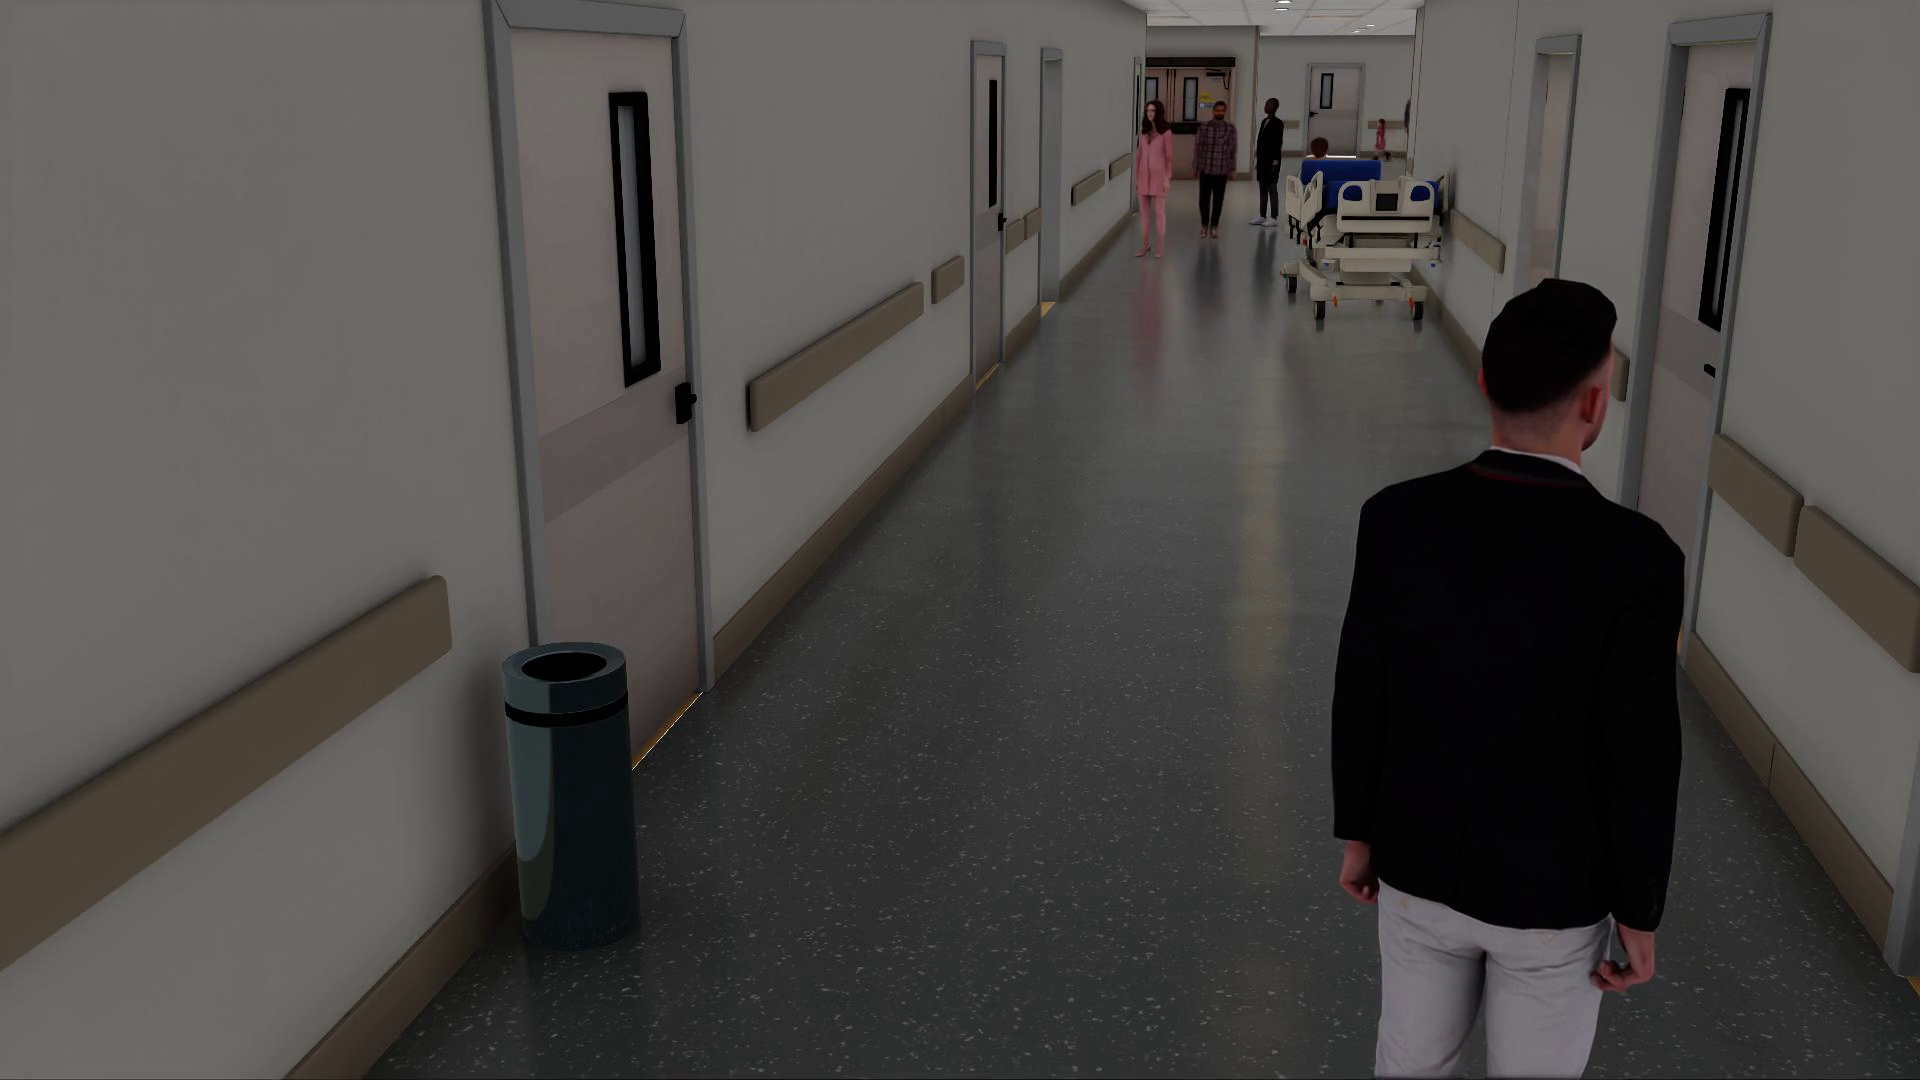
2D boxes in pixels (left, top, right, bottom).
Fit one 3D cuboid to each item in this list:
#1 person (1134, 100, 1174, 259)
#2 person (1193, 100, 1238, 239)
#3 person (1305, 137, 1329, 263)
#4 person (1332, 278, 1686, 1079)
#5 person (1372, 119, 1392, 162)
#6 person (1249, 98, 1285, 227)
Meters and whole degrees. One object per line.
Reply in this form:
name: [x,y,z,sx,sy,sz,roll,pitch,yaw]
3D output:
person: [2.264,-4.205,19.394,0.613,1.801,0.751,11,19,35]
person: [3.317,-4.831,21.709,0.629,1.749,0.795,1,16,5]
person: [3.880,-3.633,18.096,0.890,1.405,0.729,7,17,24]
person: [0.804,0.524,2.544,0.667,1.843,0.797,13,20,39]
person: [10.178,-9.622,40.061,0.761,1.012,0.584,9,18,30]
person: [4.369,-5.330,23.456,0.748,1.761,0.731,-7,17,-23]
